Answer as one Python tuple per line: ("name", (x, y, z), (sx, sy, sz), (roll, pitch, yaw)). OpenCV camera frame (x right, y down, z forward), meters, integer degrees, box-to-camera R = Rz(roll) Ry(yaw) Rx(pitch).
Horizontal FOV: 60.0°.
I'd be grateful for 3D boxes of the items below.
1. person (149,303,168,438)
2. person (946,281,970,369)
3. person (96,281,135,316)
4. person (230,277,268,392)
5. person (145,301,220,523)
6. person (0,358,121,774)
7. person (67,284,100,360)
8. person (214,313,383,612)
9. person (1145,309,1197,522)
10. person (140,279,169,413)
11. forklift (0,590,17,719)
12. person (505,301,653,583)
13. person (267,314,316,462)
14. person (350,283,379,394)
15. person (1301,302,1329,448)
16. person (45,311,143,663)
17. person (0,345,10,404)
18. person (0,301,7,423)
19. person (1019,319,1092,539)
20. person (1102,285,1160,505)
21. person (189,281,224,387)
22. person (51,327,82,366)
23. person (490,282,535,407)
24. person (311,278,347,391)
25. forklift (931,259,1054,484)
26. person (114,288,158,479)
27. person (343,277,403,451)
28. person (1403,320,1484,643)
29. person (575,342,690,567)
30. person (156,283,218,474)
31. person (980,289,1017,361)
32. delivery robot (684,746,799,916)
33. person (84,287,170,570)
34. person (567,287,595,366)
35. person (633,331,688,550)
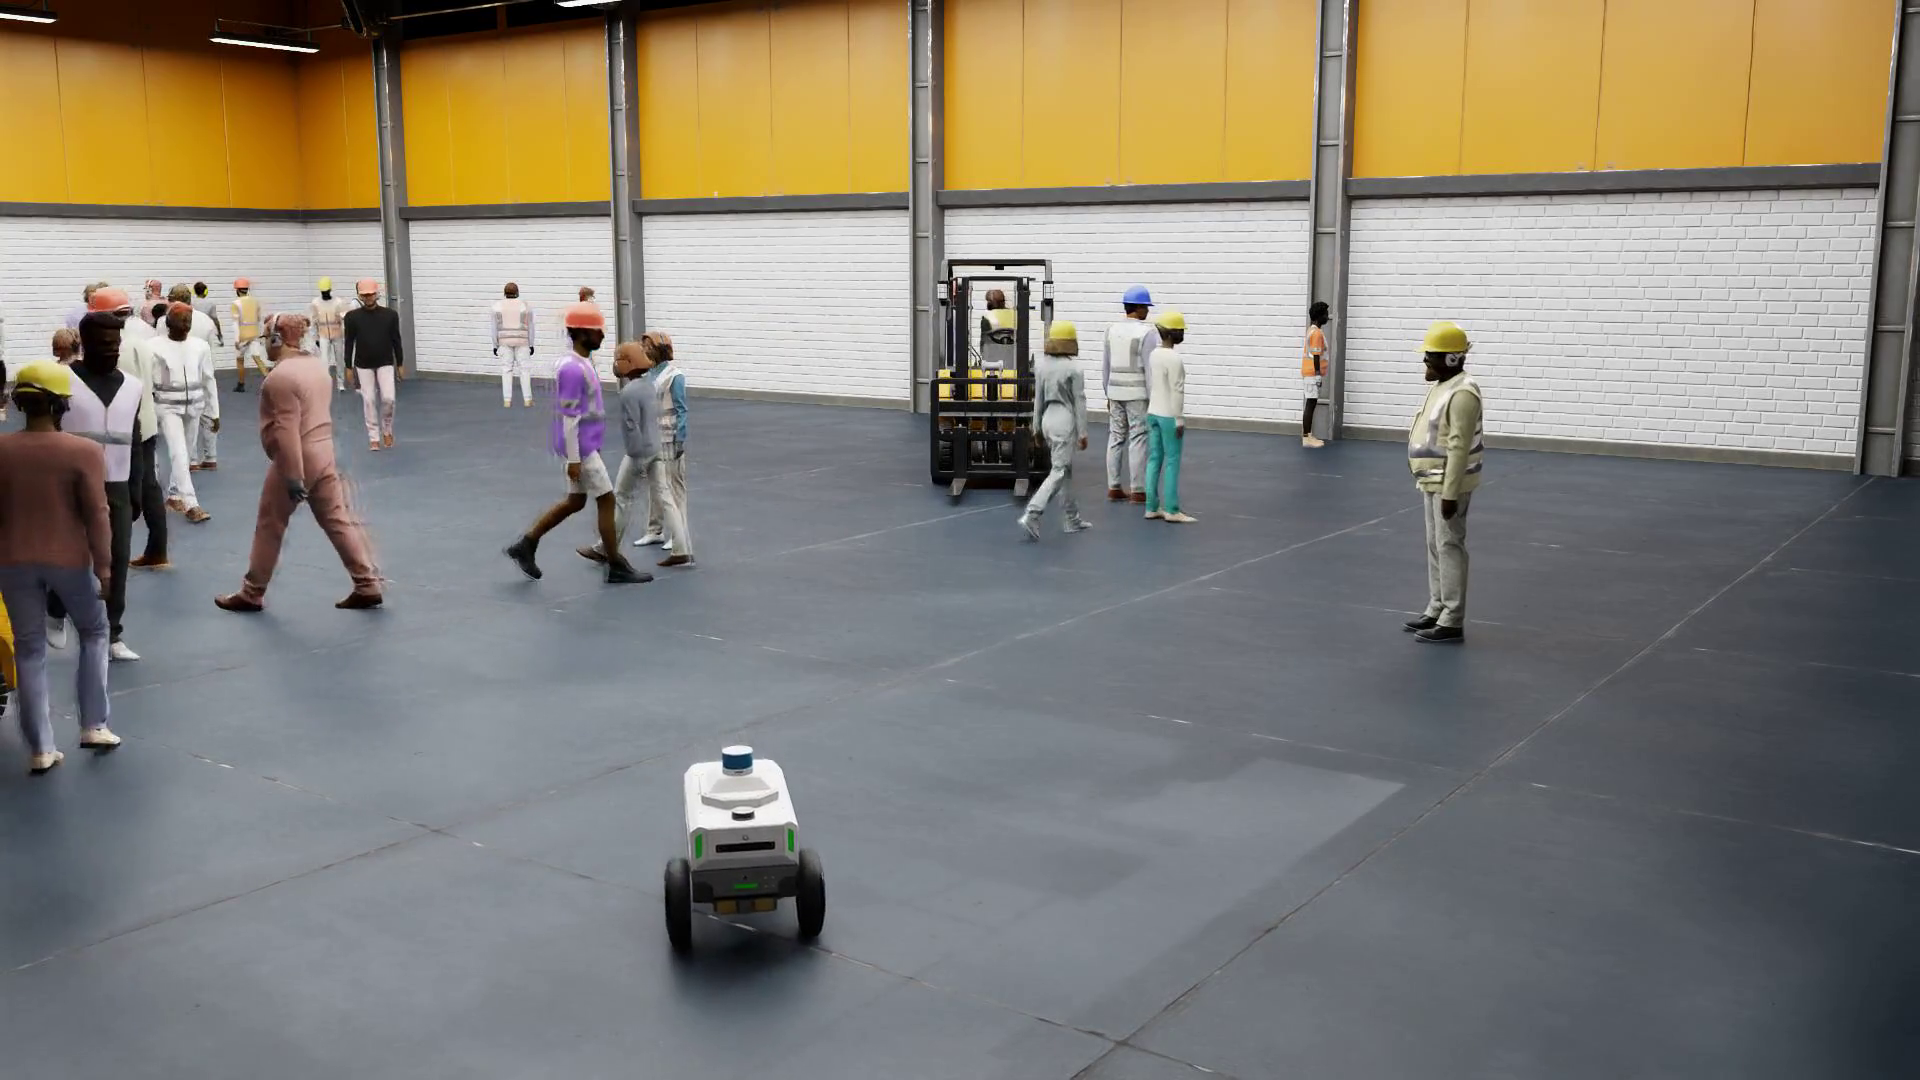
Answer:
("person", (-9.897, -2.088, 20.471), (0.616, 1.639, 0.864), (-5, 11, -27))
("person", (-0.027, -2.074, 19.522), (0.356, 1.937, 0.552), (3, 10, 17))
("person", (-11.995, -2.734, 23.664), (1.009, 1.863, 0.692), (3, 10, 16))
("person", (-11.590, -3.332, 27.140), (0.947, 1.908, 0.559), (7, 12, 36))
("person", (-6.527, -1.077, 13.937), (0.996, 1.828, 0.603), (8, 12, 39))
("person", (-3.892, 0.101, 7.130), (0.542, 1.745, 0.584), (-2, 10, -12))
("person", (-10.303, -2.115, 19.932), (0.627, 1.875, 1.036), (-7, 12, -35))
("person", (-4.072, -0.467, 10.226), (1.015, 1.847, 0.651), (1, 10, 7))
("person", (1.730, -1.024, 13.786), (0.317, 1.766, 0.528), (-4, 10, -20))
("person", (-11.134, -2.657, 23.087), (0.400, 1.910, 0.643), (1, 10, 6))
("forklift", (-5.296, -0.090, 6.943), (1.214, 2.155, 2.313), (7, 12, 35))
("person", (-2.575, -0.637, 11.094), (0.936, 1.905, 0.565), (-1, 10, -8))
("person", (-6.999, -1.550, 17.361), (0.569, 1.617, 0.526), (5, 11, 26))
("person", (-9.723, -3.298, 27.090), (0.325, 1.842, 0.513), (1, 10, 5))
("person", (4.124, -1.916, 19.333), (0.320, 1.690, 0.531), (2, 10, 10))
("person", (-4.708, -0.286, 8.996), (0.546, 1.896, 0.628), (6, 11, 30))
("person", (-9.301, -1.413, 15.626), (0.633, 1.925, 0.862), (-5, 11, -26))
("person", (-13.000, -2.557, 22.082), (0.371, 2.044, 0.608), (6, 11, 33))
("person", (0.752, -0.873, 13.022), (0.850, 1.708, 0.487), (-8, 13, -41))
("person", (1.527, -1.283, 14.786), (0.402, 1.943, 0.608), (-8, 12, -40))
("person", (-12.671, -3.411, 27.868), (0.535, 1.830, 0.995), (0, 10, -3))
("person", (-6.957, -0.846, 13.078), (0.522, 1.645, 0.306), (9, 13, 43))
("person", (-6.621, -2.891, 24.671), (0.623, 1.845, 0.430), (-2, 10, -9))
("person", (-10.360, -3.360, 27.383), (0.619, 1.858, 0.996), (-1, 10, -7))
("forklift", (0.370, -1.738, 16.759), (1.214, 2.155, 2.313), (1, 10, 3))
("person", (-7.921, -1.423, 15.736), (0.402, 1.906, 0.652), (3, 10, 16))
("person", (-6.670, -1.991, 18.906), (0.646, 1.973, 0.460), (-3, 10, -17))
("person", (2.752, -0.331, 9.472), (0.403, 1.827, 0.590), (1, 10, 4))
("person", (-2.292, -0.592, 11.719), (0.836, 1.593, 0.511), (3, 10, 16))
("person", (-7.859, -1.637, 16.917), (0.376, 1.940, 0.629), (4, 11, 25))
("person", (0.494, -2.151, 20.337), (0.646, 1.819, 0.450), (-6, 11, -31))
("delivery robot", (-0.731, 0.924, 5.497), (0.477, 0.478, 0.707), (-2, 10, -11))
("person", (-5.882, -0.757, 11.557), (0.726, 1.968, 0.664), (2, 10, 9))
("person", (-5.070, -2.481, 22.360), (0.405, 1.812, 0.632), (-2, 10, -11))
("person", (-2.239, -0.747, 12.498), (0.515, 1.641, 0.315), (8, 12, 40))
